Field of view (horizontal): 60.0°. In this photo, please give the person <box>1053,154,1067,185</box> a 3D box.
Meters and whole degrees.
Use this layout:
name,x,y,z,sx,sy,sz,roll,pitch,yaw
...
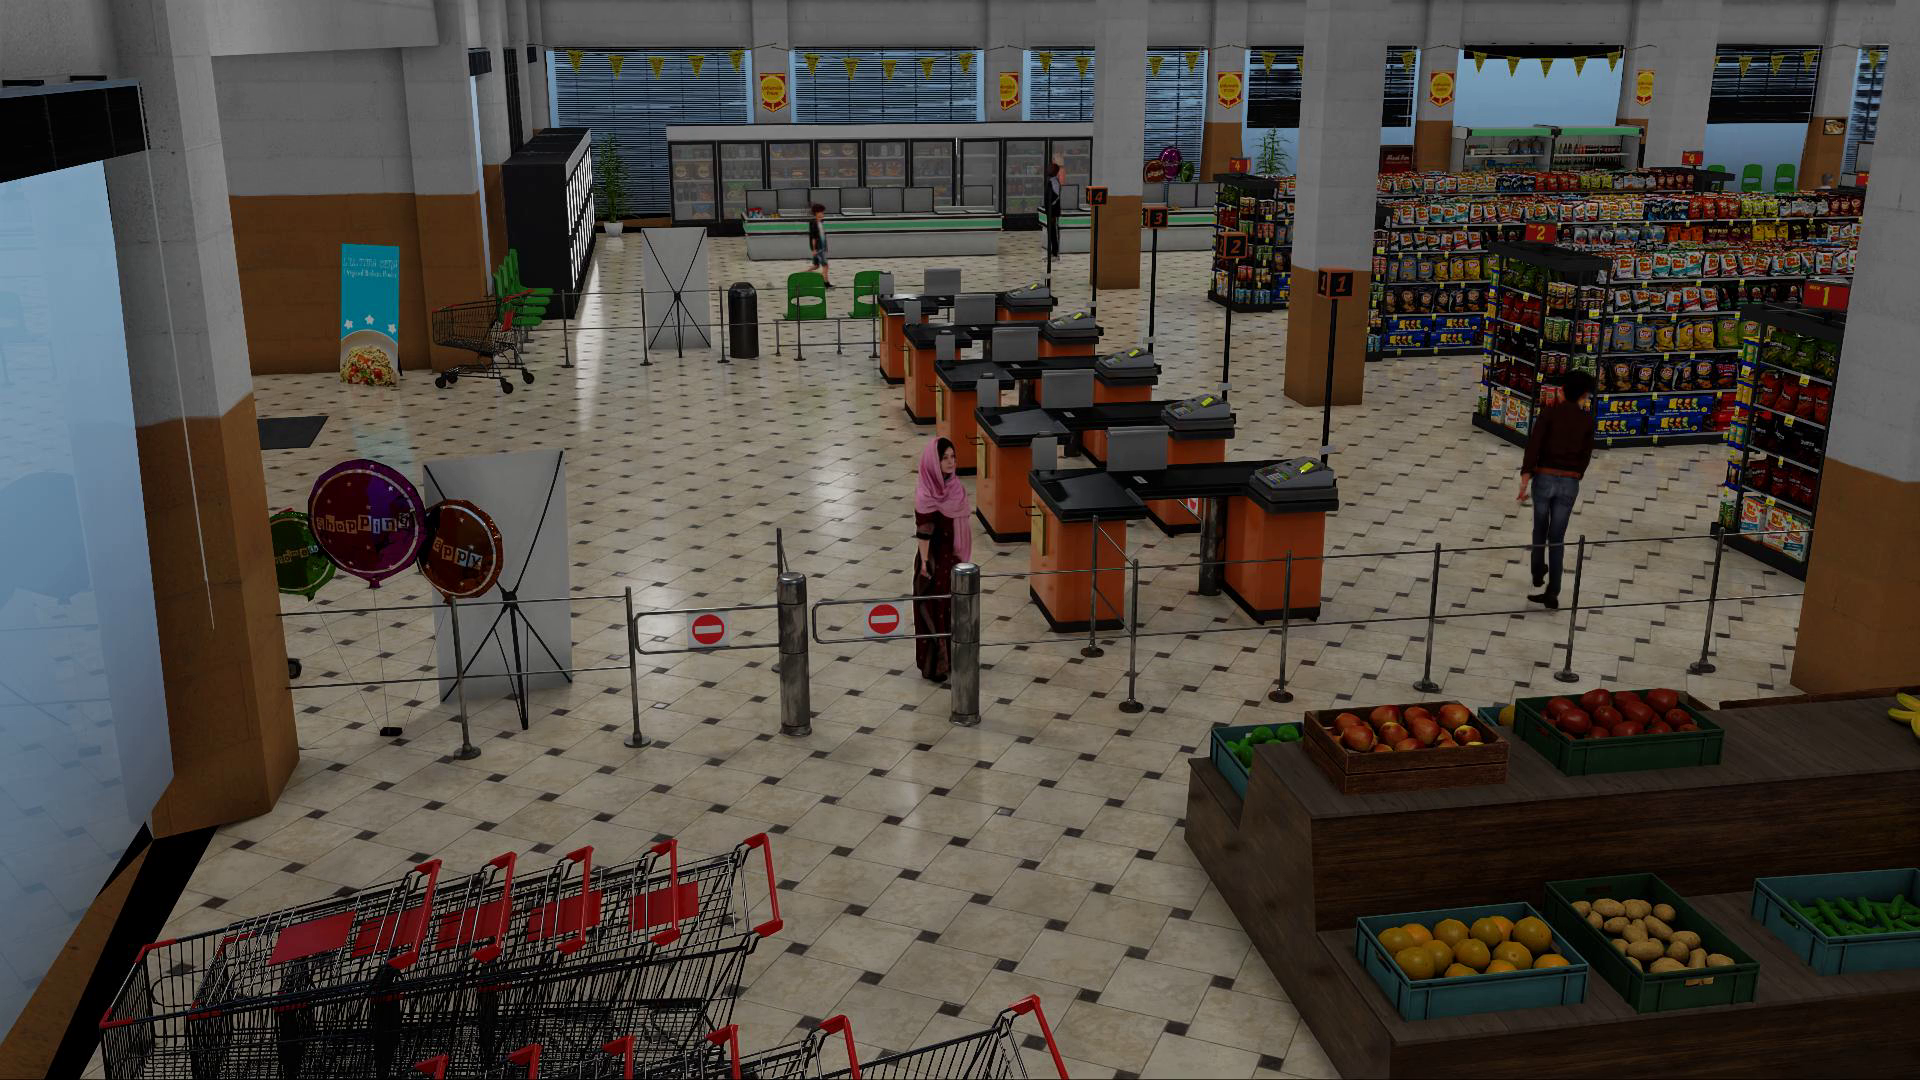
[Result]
name,x,y,z,sx,sy,sz,roll,pitch,yaw
person,2.111,-7.352,35.411,0.535,1.724,0.616,-2,17,-5

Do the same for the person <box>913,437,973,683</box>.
name,x,y,z,sx,sy,sz,roll,pitch,yaw
person,-0.126,0.113,10.976,0.821,1.638,0.756,12,21,35

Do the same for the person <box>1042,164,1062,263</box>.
name,x,y,z,sx,sy,sz,roll,pitch,yaw
person,1.777,-6.179,31.372,0.608,1.827,0.688,0,17,0

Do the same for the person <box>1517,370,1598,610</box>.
name,x,y,z,sx,sy,sz,roll,pitch,yaw
person,4.418,-0.340,12.333,1.063,1.717,0.982,0,17,1

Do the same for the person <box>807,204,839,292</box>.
name,x,y,z,sx,sy,sz,roll,pitch,yaw
person,-2.414,-4.860,27.730,1.016,1.419,0.783,4,17,12
